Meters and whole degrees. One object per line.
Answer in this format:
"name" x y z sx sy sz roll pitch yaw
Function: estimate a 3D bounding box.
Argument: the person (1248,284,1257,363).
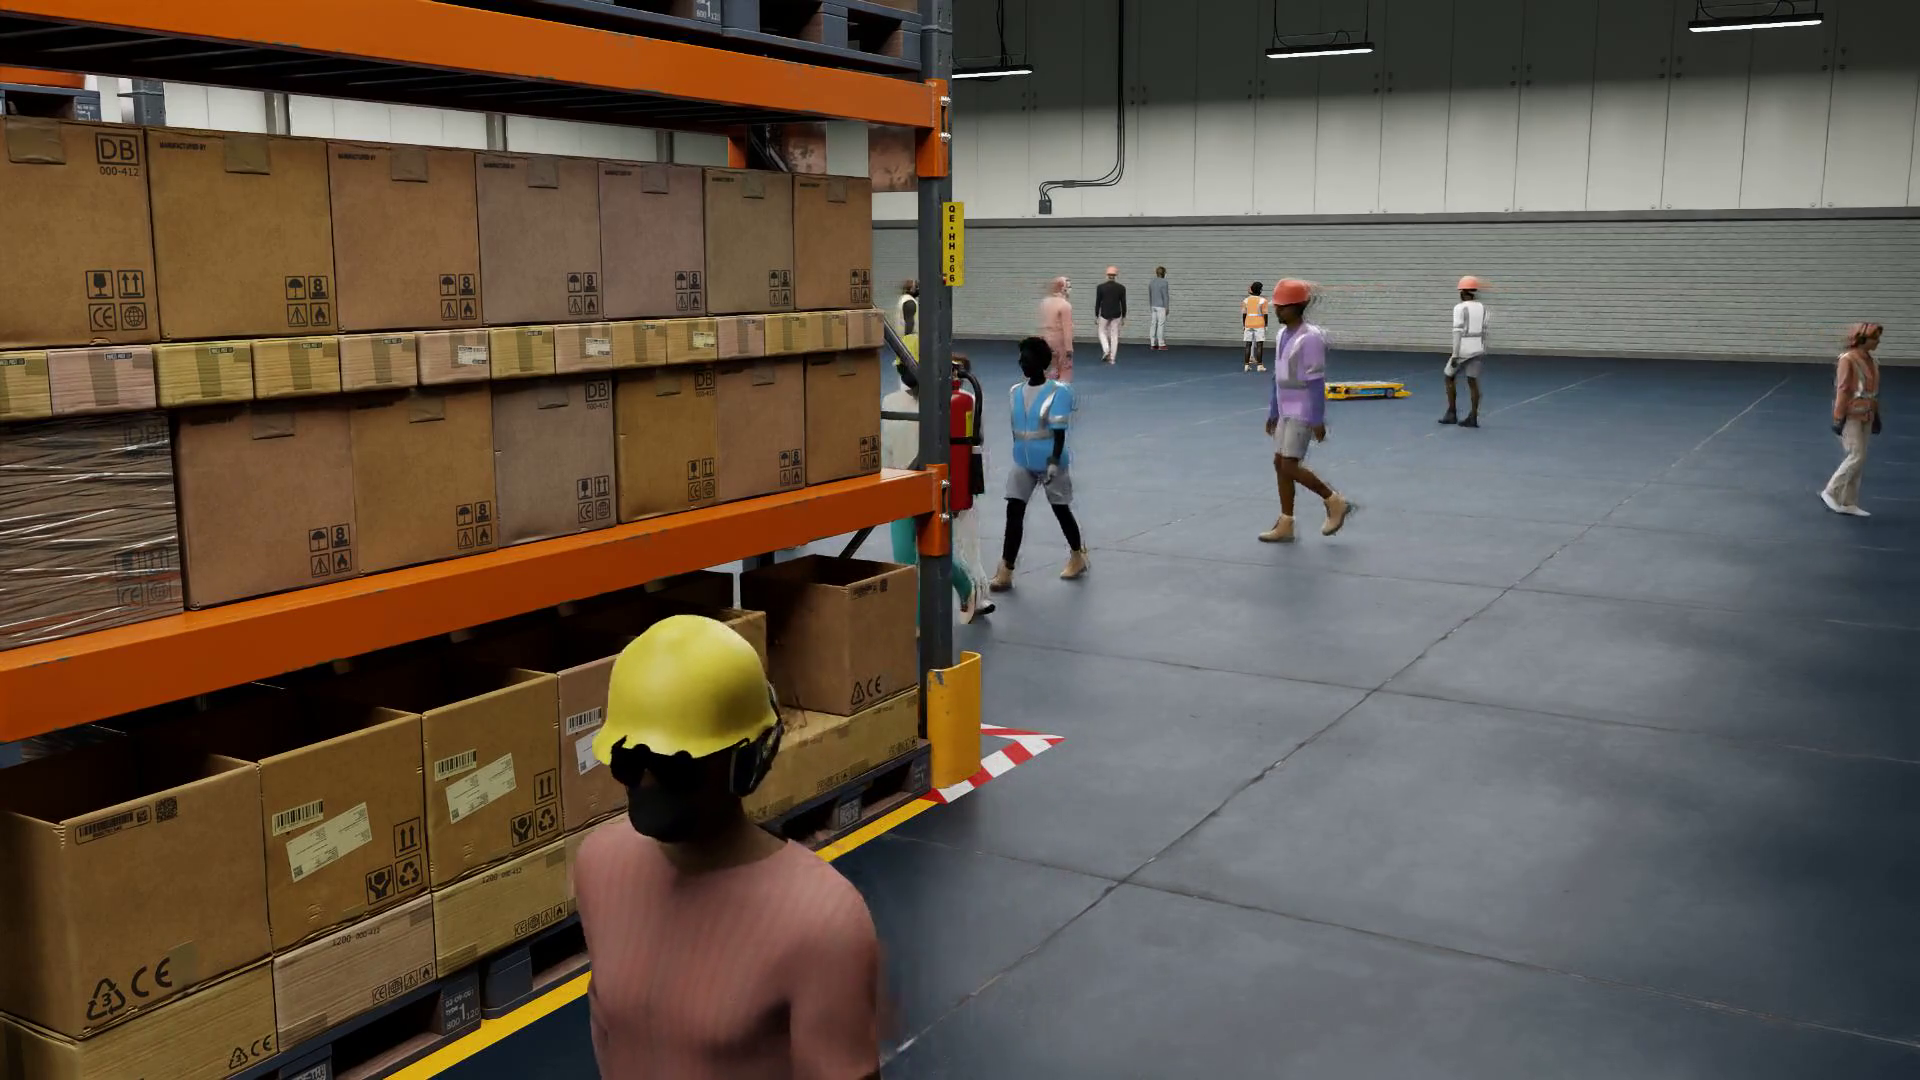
"person" 5.998 -4.423 33.917 0.277 1.636 0.505 -1 10 -4

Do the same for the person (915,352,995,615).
"person" -0.063 -0.341 10.141 0.521 1.595 0.832 -3 10 -19

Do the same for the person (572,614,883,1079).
"person" -0.290 0.925 2.358 0.535 1.724 0.895 5 11 29

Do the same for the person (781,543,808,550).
"person" -1.292 -0.827 12.276 0.522 1.829 0.414 -4 10 -22

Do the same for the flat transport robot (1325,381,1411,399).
"flat transport robot" 6.146 -2.311 25.543 1.431 0.197 0.652 -4 10 -22

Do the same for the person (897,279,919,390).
"person" -0.631 -3.057 25.350 0.653 1.826 0.661 -1 10 -5

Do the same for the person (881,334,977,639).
"person" -0.189 -0.289 9.391 0.530 1.750 0.550 7 12 35

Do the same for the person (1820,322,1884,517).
"person" 7.477 -0.998 13.852 0.545 1.625 0.358 -7 12 -34

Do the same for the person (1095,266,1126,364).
"person" 3.053 -4.557 33.701 0.649 1.976 0.440 -1 10 -3

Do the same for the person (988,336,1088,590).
"person" 0.534 -0.519 10.997 0.528 1.655 0.864 8 12 37

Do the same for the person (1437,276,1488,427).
"person" 6.430 -2.411 21.307 0.582 1.912 0.704 -5 11 -27

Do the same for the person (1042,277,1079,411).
"person" 1.375 -2.741 23.331 0.547 1.886 0.660 -5 11 -26

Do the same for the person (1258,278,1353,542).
"person" 2.583 -0.966 12.562 0.622 2.020 0.639 -2 10 -11

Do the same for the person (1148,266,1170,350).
"person" 4.641 -5.393 38.712 0.370 1.940 0.627 -6 12 -33

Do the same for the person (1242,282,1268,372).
"person" 5.570 -4.018 31.367 0.538 1.695 0.320 7 12 36
